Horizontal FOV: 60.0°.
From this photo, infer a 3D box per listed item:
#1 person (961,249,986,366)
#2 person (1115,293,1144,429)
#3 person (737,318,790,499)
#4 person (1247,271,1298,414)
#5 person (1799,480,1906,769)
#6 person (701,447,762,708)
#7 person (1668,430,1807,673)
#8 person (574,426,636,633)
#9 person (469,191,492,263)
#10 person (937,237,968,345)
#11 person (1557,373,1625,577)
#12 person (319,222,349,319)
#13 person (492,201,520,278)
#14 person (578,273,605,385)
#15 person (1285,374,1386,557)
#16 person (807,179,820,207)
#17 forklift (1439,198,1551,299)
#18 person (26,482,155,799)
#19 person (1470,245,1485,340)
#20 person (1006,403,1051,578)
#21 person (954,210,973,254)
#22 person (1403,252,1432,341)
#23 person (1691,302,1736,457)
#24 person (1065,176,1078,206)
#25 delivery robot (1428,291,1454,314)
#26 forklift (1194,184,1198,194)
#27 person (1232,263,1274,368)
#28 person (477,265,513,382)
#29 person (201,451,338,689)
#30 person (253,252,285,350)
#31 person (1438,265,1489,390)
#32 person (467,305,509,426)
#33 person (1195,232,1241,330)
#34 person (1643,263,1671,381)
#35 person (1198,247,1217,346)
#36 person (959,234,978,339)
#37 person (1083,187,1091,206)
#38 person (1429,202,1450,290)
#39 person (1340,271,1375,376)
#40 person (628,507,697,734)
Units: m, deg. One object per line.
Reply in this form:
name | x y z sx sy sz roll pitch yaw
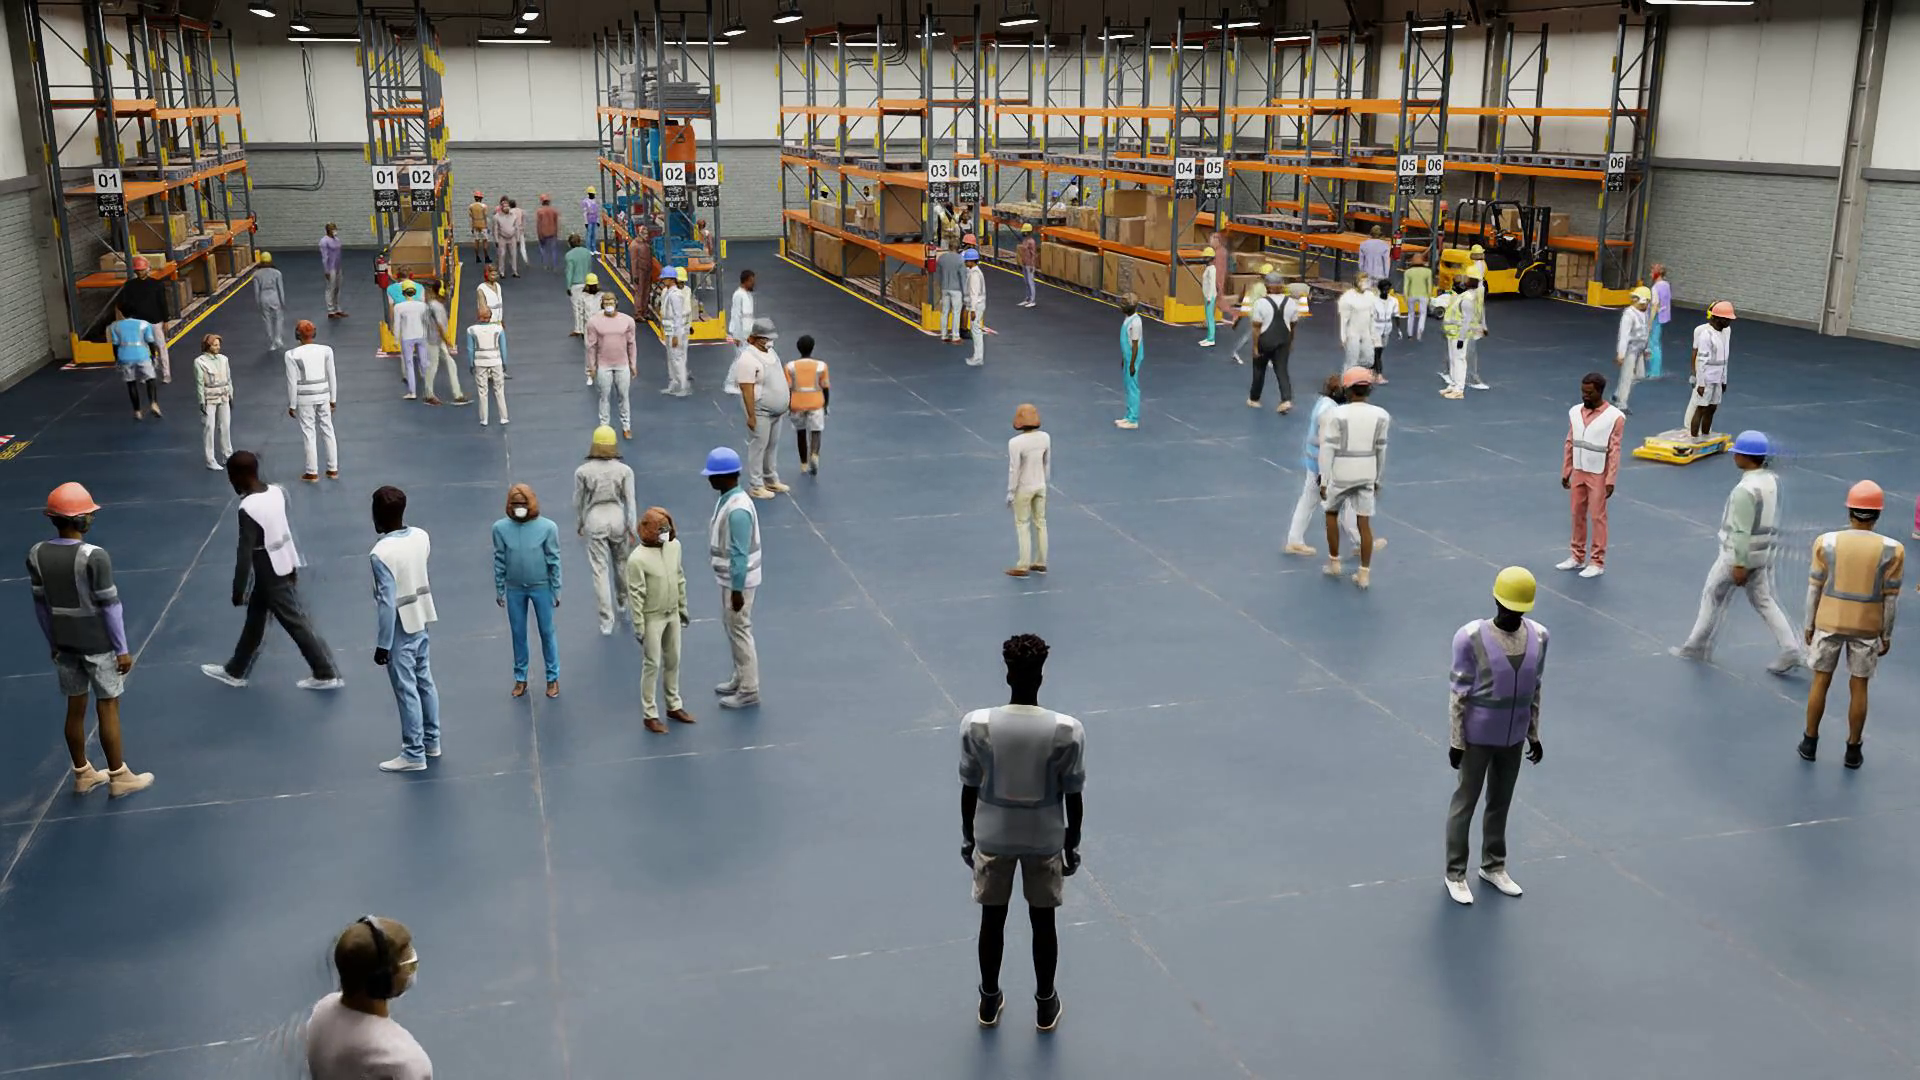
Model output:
person | 0.222 -3.885 27.762 0.421 1.940 0.604 0 15 0
person | 2.294 -2.414 22.421 0.348 1.841 0.507 -1 15 -5
person | -2.162 -1.484 18.521 0.535 2.000 0.686 5 16 19
person | 4.447 -2.833 23.596 0.687 2.000 1.007 -4 15 -13
person | 5.921 0.555 11.072 0.541 1.929 0.391 8 17 29
person | -1.653 0.268 12.136 0.418 1.937 0.618 -4 15 -14
person | 6.122 0.096 12.849 0.616 1.914 0.986 -13 20 -41
person | -2.988 -0.117 14.039 0.499 1.692 0.887 -4 15 -15
person | -12.985 -8.469 45.021 0.542 1.929 0.368 1 15 5
person | -0.130 -4.499 30.092 0.623 1.932 0.376 10 18 33
person | 5.885 -0.619 15.531 0.410 1.907 0.600 -8 17 -29
person | -12.678 -5.453 33.653 0.355 1.937 0.635 2 15 8
person | -11.217 -7.437 41.208 0.641 1.899 0.394 -9 17 -30
person | -5.663 -3.270 25.832 0.486 1.736 0.322 -5 16 -17
person | 3.646 -0.708 16.086 0.979 1.784 0.636 1 15 4
person | -4.573 -10.264 51.751 0.350 1.942 0.545 7 16 25
forklift | 11.913 -6.508 37.130 2.313 2.155 1.214 -4 15 -15
person | -5.517 0.640 10.523 0.605 2.044 0.375 4 15 15
person | 9.520 -4.580 30.747 0.313 1.741 0.487 9 18 32
person | 0.637 -0.457 15.439 0.507 1.631 0.268 -12 19 -39
person | 0.114 -6.740 38.671 0.517 1.844 0.332 -6 16 -22
person | 8.379 -4.454 30.496 0.534 1.616 0.630 5 16 17
person | 9.363 -1.998 20.667 0.543 1.931 0.387 -10 18 -33
person | 3.637 -10.611 53.055 0.621 1.948 0.403 8 17 27
delivery robot | 9.857 -4.805 33.684 0.707 0.478 0.477 -3 15 -9
forklift | 7.392 -11.333 53.972 1.873 2.768 1.129 -4 15 -15
person | 4.930 -3.736 27.602 0.533 1.731 0.860 -13 19 -39
person | -7.366 -3.404 26.154 0.406 1.830 0.580 4 15 14
person | -5.209 0.245 12.370 1.042 1.853 0.607 -1 15 -5
person | -12.219 -4.230 29.442 0.495 1.727 0.380 -5 16 -18
person | 7.805 -3.302 25.651 0.585 1.891 0.955 -13 20 -41
person | -6.414 -2.368 22.615 0.513 1.642 0.313 -4 15 -15
person | 4.973 -4.951 31.859 0.765 1.887 0.644 -1 15 -2
person | 10.986 -3.428 26.220 0.377 1.846 0.569 12 19 38
person | 4.459 -4.374 29.926 0.319 1.766 0.534 1 15 5
person | 0.143 -4.694 30.813 0.367 1.930 0.542 -3 15 -12
person | 3.800 -9.815 50.466 0.333 1.735 0.488 1 15 2
person | 11.118 -6.830 38.667 0.411 2.035 0.601 -1 15 -3
person | 5.821 -2.965 24.305 0.656 1.925 0.441 -9 17 -30
person | -2.099 0.552 11.659 0.295 1.622 0.511 10 18 32
